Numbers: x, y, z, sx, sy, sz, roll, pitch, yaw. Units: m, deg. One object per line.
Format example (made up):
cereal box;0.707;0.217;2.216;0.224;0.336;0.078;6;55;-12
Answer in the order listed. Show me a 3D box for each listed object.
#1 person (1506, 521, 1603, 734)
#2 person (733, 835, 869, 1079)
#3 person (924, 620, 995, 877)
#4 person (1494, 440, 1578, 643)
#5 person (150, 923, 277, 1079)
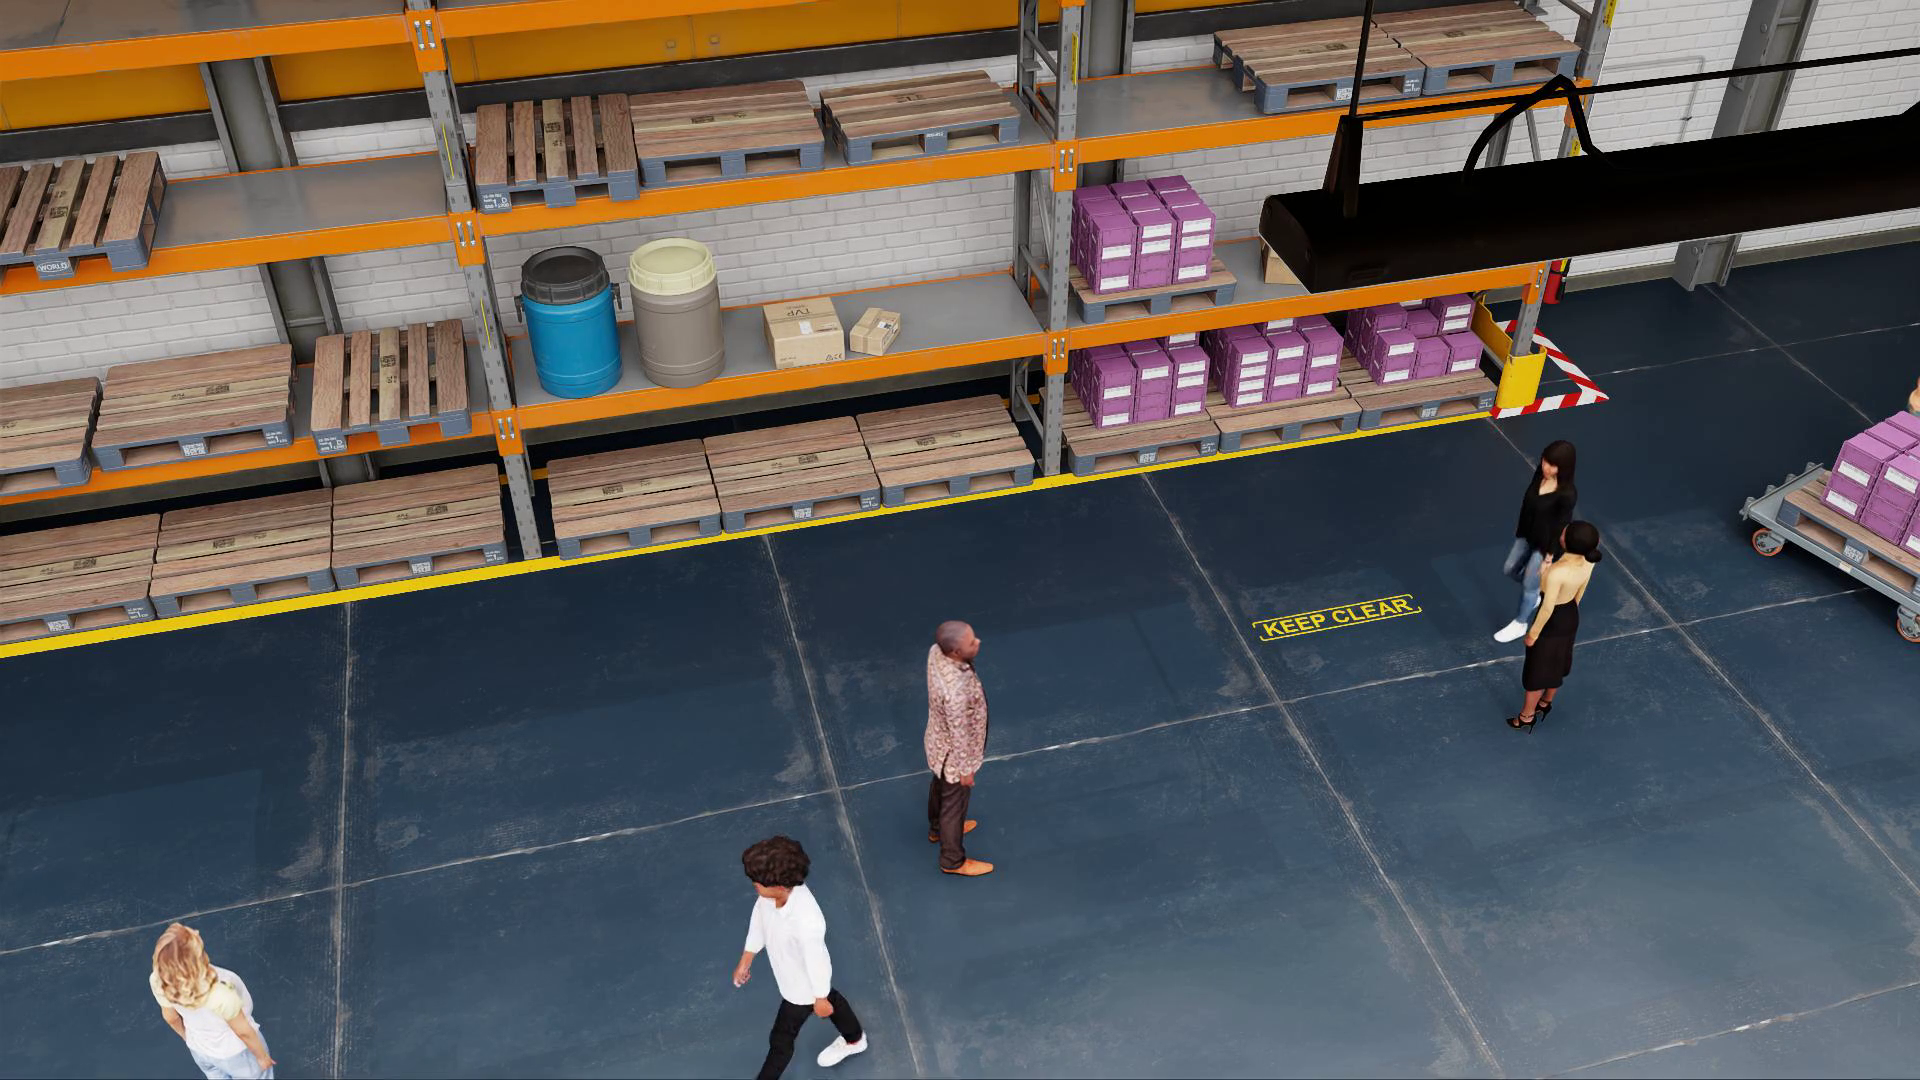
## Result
person;3.715;0.542;10.403;0.581;1.653;0.698;-23;44;-26
person;-0.726;2.115;8.350;1.177;1.757;0.817;-19;42;-22
person;-0.047;1.166;9.497;0.587;1.808;0.685;-7;39;-9
person;3.937;-0.021;11.125;0.749;1.632;0.624;-14;41;-17
person;-3.523;2.435;7.977;0.652;1.723;0.769;9;39;11
